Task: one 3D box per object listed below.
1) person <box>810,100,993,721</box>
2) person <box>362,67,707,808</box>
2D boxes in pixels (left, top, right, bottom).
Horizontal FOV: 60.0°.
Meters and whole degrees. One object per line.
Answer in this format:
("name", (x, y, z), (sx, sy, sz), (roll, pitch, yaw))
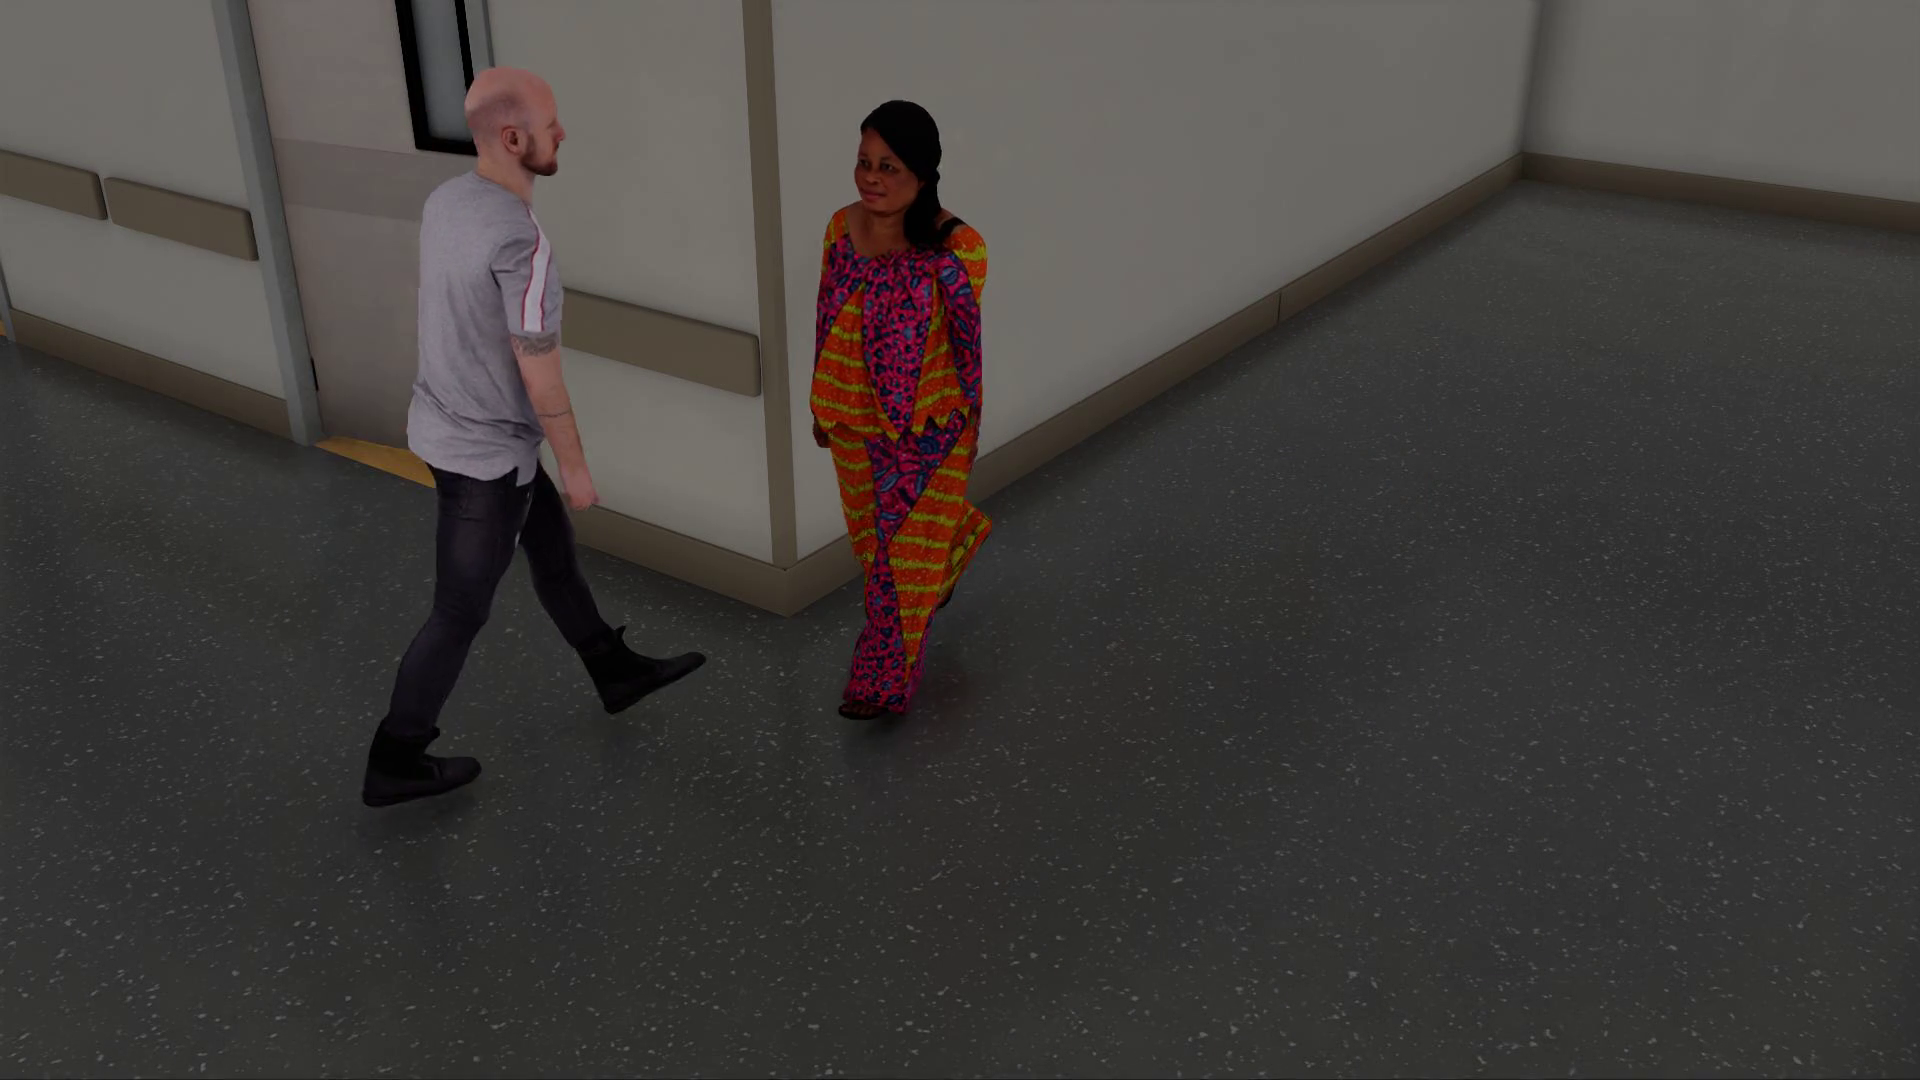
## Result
("person", (-0.121, -0.370, 4.519), (0.679, 1.648, 1.083), (16, 30, 30))
("person", (-1.224, -0.176, 3.993), (1.298, 1.770, 1.024), (-15, 29, -28))
